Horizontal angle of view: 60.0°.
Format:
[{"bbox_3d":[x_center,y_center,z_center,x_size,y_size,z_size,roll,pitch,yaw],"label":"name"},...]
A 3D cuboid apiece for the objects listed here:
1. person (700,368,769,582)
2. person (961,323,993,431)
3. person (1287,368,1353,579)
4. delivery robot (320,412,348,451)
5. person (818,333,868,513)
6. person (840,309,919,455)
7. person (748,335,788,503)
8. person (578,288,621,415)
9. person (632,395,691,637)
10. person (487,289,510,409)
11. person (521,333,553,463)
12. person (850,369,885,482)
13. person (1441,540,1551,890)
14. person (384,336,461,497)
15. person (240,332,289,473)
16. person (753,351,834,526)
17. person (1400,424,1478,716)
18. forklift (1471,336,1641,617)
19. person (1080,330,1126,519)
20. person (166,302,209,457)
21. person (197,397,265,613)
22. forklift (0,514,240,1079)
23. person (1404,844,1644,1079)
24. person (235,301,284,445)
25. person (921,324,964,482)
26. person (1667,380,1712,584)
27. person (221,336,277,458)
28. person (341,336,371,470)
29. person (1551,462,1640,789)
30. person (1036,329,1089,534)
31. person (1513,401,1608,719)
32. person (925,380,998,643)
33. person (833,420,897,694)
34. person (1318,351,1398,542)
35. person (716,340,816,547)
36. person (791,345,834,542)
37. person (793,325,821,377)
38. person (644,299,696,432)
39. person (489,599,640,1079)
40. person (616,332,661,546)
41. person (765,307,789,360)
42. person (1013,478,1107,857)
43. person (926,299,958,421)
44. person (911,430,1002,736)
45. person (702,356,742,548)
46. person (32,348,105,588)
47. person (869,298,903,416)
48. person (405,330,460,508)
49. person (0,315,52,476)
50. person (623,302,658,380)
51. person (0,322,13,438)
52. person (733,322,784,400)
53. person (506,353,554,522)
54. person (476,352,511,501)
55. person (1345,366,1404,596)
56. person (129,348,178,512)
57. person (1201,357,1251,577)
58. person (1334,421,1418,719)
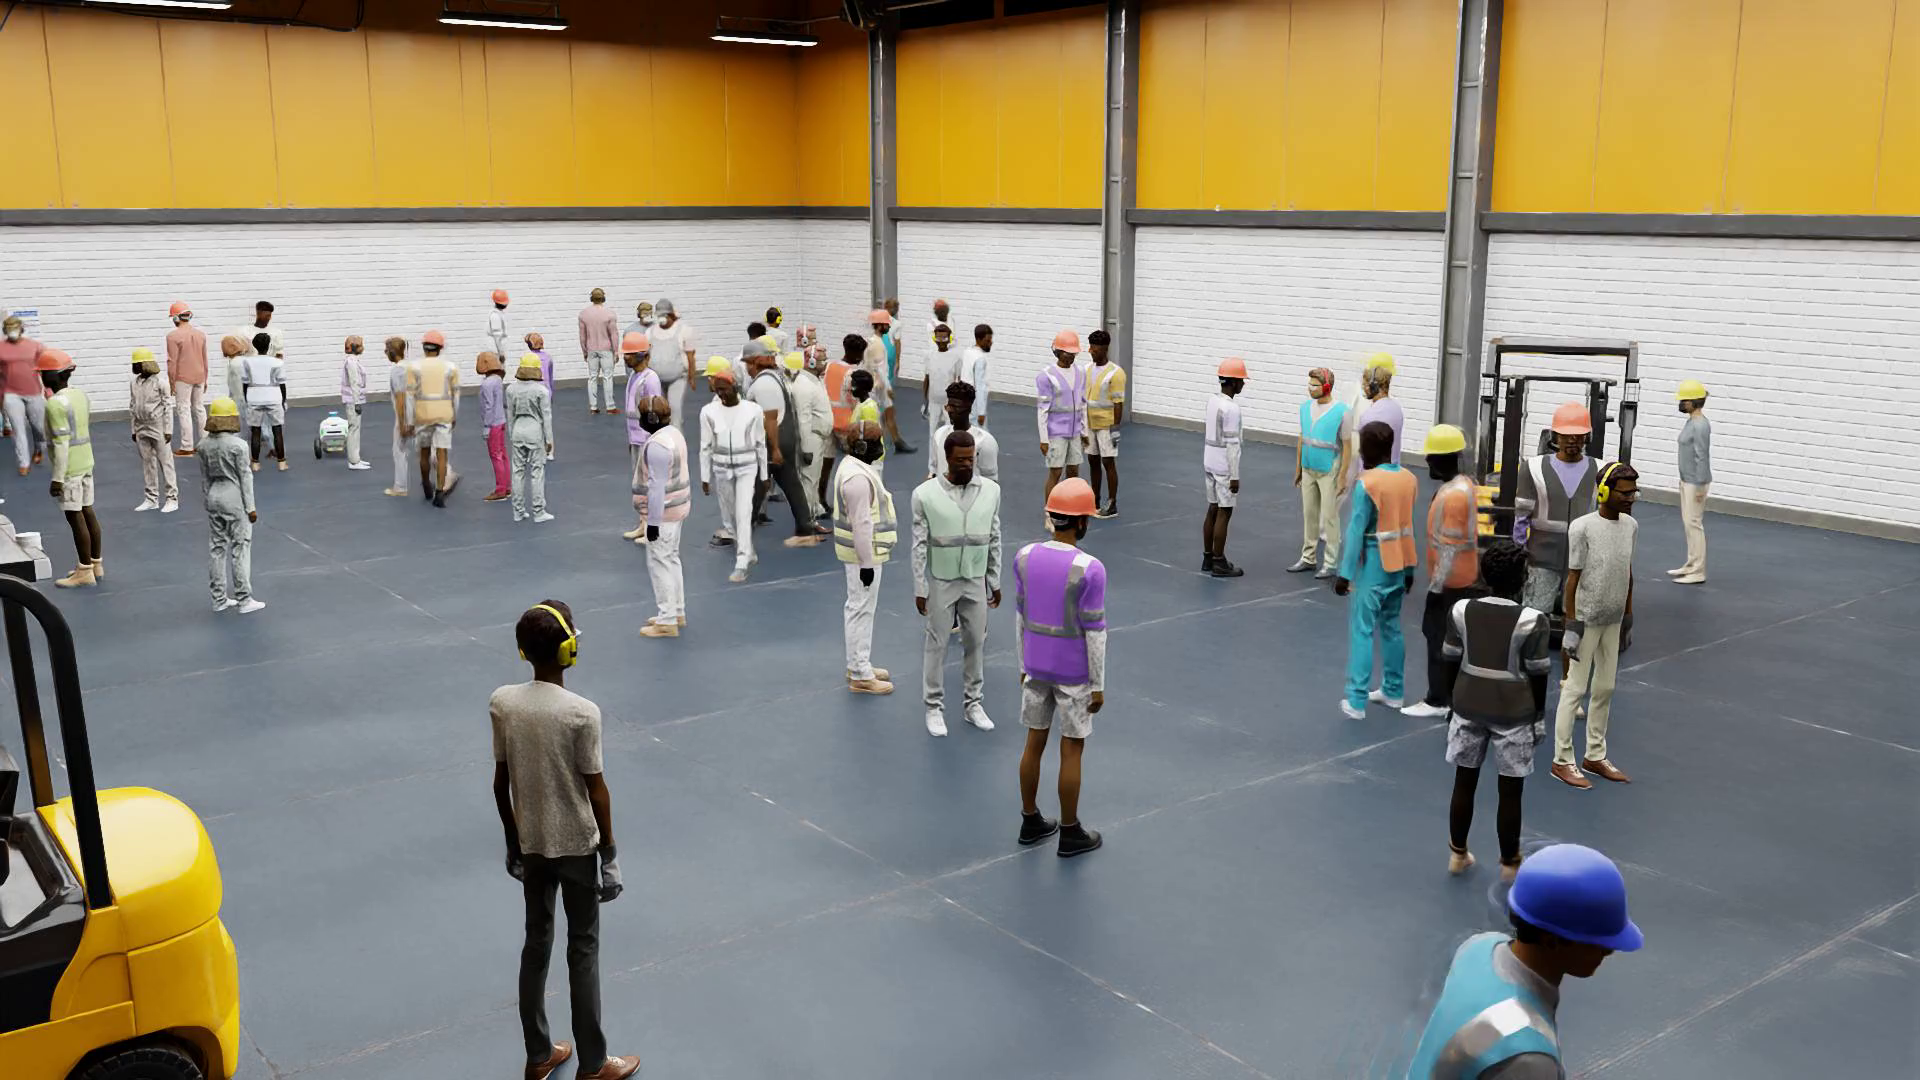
[{"bbox_3d":[-1.976,-0.614,14.689,0.587,1.850,0.947,1,12,4],"label":"person"},{"bbox_3d":[0.163,-1.529,18.995,0.392,1.893,0.626,-3,12,-12],"label":"person"},{"bbox_3d":[3.172,-0.587,14.552,0.373,1.839,0.570,-8,14,-34],"label":"person"},{"bbox_3d":[-8.047,-1.402,21.385,0.477,0.478,0.707,-4,12,-20],"label":"delivery robot"},{"bbox_3d":[-1.241,-1.178,17.174,0.668,1.933,0.407,9,15,38],"label":"person"},{"bbox_3d":[-1.080,-1.998,21.282,1.012,1.892,0.545,0,12,-2],"label":"person"},{"bbox_3d":[-2.104,-1.319,18.118,0.403,1.833,0.599,-2,12,-10],"label":"person"},{"bbox_3d":[-5.466,-2.857,25.280,0.631,1.940,0.370,3,12,12],"label":"person"},{"bbox_3d":[-2.272,-0.189,12.673,0.429,1.830,0.636,0,12,2],"label":"person"},{"bbox_3d":[-7.248,-3.009,26.161,0.427,1.881,0.766,-3,12,-14],"label":"person"},{"bbox_3d":[-5.287,-1.781,20.837,0.319,1.631,0.524,7,14,32],"label":"person"},{"bbox_3d":[-0.890,-0.792,15.922,0.322,1.688,0.536,-3,12,-12],"label":"person"},{"bbox_3d":[2.578,0.836,8.027,0.533,1.698,0.322,10,16,41],"label":"person"},{"bbox_3d":[-5.996,-1.338,18.337,0.833,1.812,0.525,4,12,17],"label":"person"},{"bbox_3d":[-8.395,-1.658,20.107,0.535,1.690,0.323,-3,12,-12],"label":"person"},{"bbox_3d":[-1.737,-1.017,16.817,0.946,1.776,0.611,-7,14,-31],"label":"person"},{"bbox_3d":[3.166,0.212,10.557,0.594,1.906,0.584,2,12,11],"label":"person"},{"bbox_3d":[4.683,-0.471,13.136,1.214,2.155,2.313,4,12,20],"label":"forklift"},{"bbox_3d":[1.461,-1.205,17.259,0.380,1.958,0.604,-8,14,-33],"label":"person"},{"bbox_3d":[-9.905,-2.056,21.318,0.408,1.982,0.626,4,12,19],"label":"person"},{"bbox_3d":[-5.852,-0.281,13.343,0.482,1.734,0.332,5,13,21],"label":"person"},{"bbox_3d":[-3.687,1.115,5.480,2.313,2.155,1.214,-9,15,-36],"label":"forklift"},{"bbox_3d":[1.240,1.589,4.008,1.038,1.871,0.599,4,12,18],"label":"person"},{"bbox_3d":[-9.404,-2.250,22.388,0.804,1.919,0.636,10,15,40],"label":"person"},{"bbox_3d":[-0.202,-1.584,19.334,0.517,1.860,0.321,4,12,19],"label":"person"},{"bbox_3d":[6.294,-0.503,14.366,0.353,1.757,0.534,2,12,11],"label":"person"},{"bbox_3d":[-9.024,-1.777,20.928,0.868,1.584,0.505,-4,12,-17],"label":"person"},{"bbox_3d":[-7.396,-1.678,20.345,0.318,1.630,0.514,-4,12,-20],"label":"person"},{"bbox_3d":[3.610,0.477,9.381,0.509,1.860,0.334,-6,13,-25],"label":"person"},{"bbox_3d":[1.035,-1.064,16.409,0.614,2.031,0.403,-9,15,-38],"label":"person"},{"bbox_3d":[3.830,0.134,10.586,0.607,2.044,0.374,2,12,8],"label":"person"},{"bbox_3d":[0.005,-0.213,12.442,0.607,1.966,0.366,10,15,39],"label":"person"},{"bbox_3d":[-0.635,0.104,11.214,0.429,1.842,0.634,-1,12,-6],"label":"person"},{"bbox_3d":[3.864,-0.868,15.851,1.006,1.860,0.629,3,12,16],"label":"person"},{"bbox_3d":[-1.850,-0.940,15.775,1.029,2.000,0.687,2,12,11],"label":"person"},{"bbox_3d":[-1.415,-0.940,16.137,0.394,1.901,0.646,1,12,5],"label":"person"},{"bbox_3d":[-1.692,-1.419,18.414,0.403,1.906,0.651,-3,12,-13],"label":"person"},{"bbox_3d":[-3.818,-2.115,21.452,0.705,2.000,0.937,3,12,13],"label":"person"},{"bbox_3d":[-1.475,1.135,6.161,0.513,1.876,0.328,5,13,22],"label":"person"},{"bbox_3d":[-3.049,-0.961,15.875,0.381,2.040,0.616,-7,13,-29],"label":"person"},{"bbox_3d":[-2.503,-2.186,22.254,0.526,1.856,0.344,4,12,18],"label":"person"},{"bbox_3d":[0.527,0.641,8.422,0.544,1.929,0.389,9,15,38],"label":"person"},{"bbox_3d":[-0.212,-2.609,24.345,0.635,1.830,0.838,-8,14,-33],"label":"person"},{"bbox_3d":[-0.022,0.255,10.331,0.594,1.910,0.384,-5,13,-22],"label":"person"},{"bbox_3d":[-2.241,-0.843,15.847,0.403,1.818,0.605,-1,12,-3],"label":"person"},{"bbox_3d":[-7.600,-0.609,14.166,0.383,2.045,0.605,-1,12,-6],"label":"person"},{"bbox_3d":[-1.157,-2.710,24.923,0.591,1.800,0.808,3,12,12],"label":"person"},{"bbox_3d":[-5.714,-1.336,18.066,0.563,1.880,0.945,-4,12,-18],"label":"person"},{"bbox_3d":[-11.314,-1.767,20.099,0.638,1.915,0.845,-5,13,-24],"label":"person"},{"bbox_3d":[-4.180,-2.223,22.259,0.634,1.928,0.381,-7,14,-32],"label":"person"},{"bbox_3d":[-13.246,-2.333,22.729,0.387,1.947,0.604,2,12,12],"label":"person"},{"bbox_3d":[-2.298,-1.406,18.308,0.684,1.930,0.861,4,12,19],"label":"person"},{"bbox_3d":[-4.401,-1.052,17.072,0.488,1.733,0.345,3,12,15],"label":"person"},{"bbox_3d":[-5.121,-1.246,18.238,0.271,1.632,0.503,0,12,2],"label":"person"},{"bbox_3d":[3.465,-0.482,13.848,0.385,1.929,0.635,8,14,33],"label":"person"},{"bbox_3d":[-8.538,-1.157,17.544,0.493,1.743,0.296,3,12,14],"label":"person"},{"bbox_3d":[2.338,-0.636,14.585,0.389,1.930,0.544,-2,12,-12],"label":"person"},{"bbox_3d":[2.709,0.190,10.668,0.443,1.907,0.627,11,16,41],"label":"person"}]
